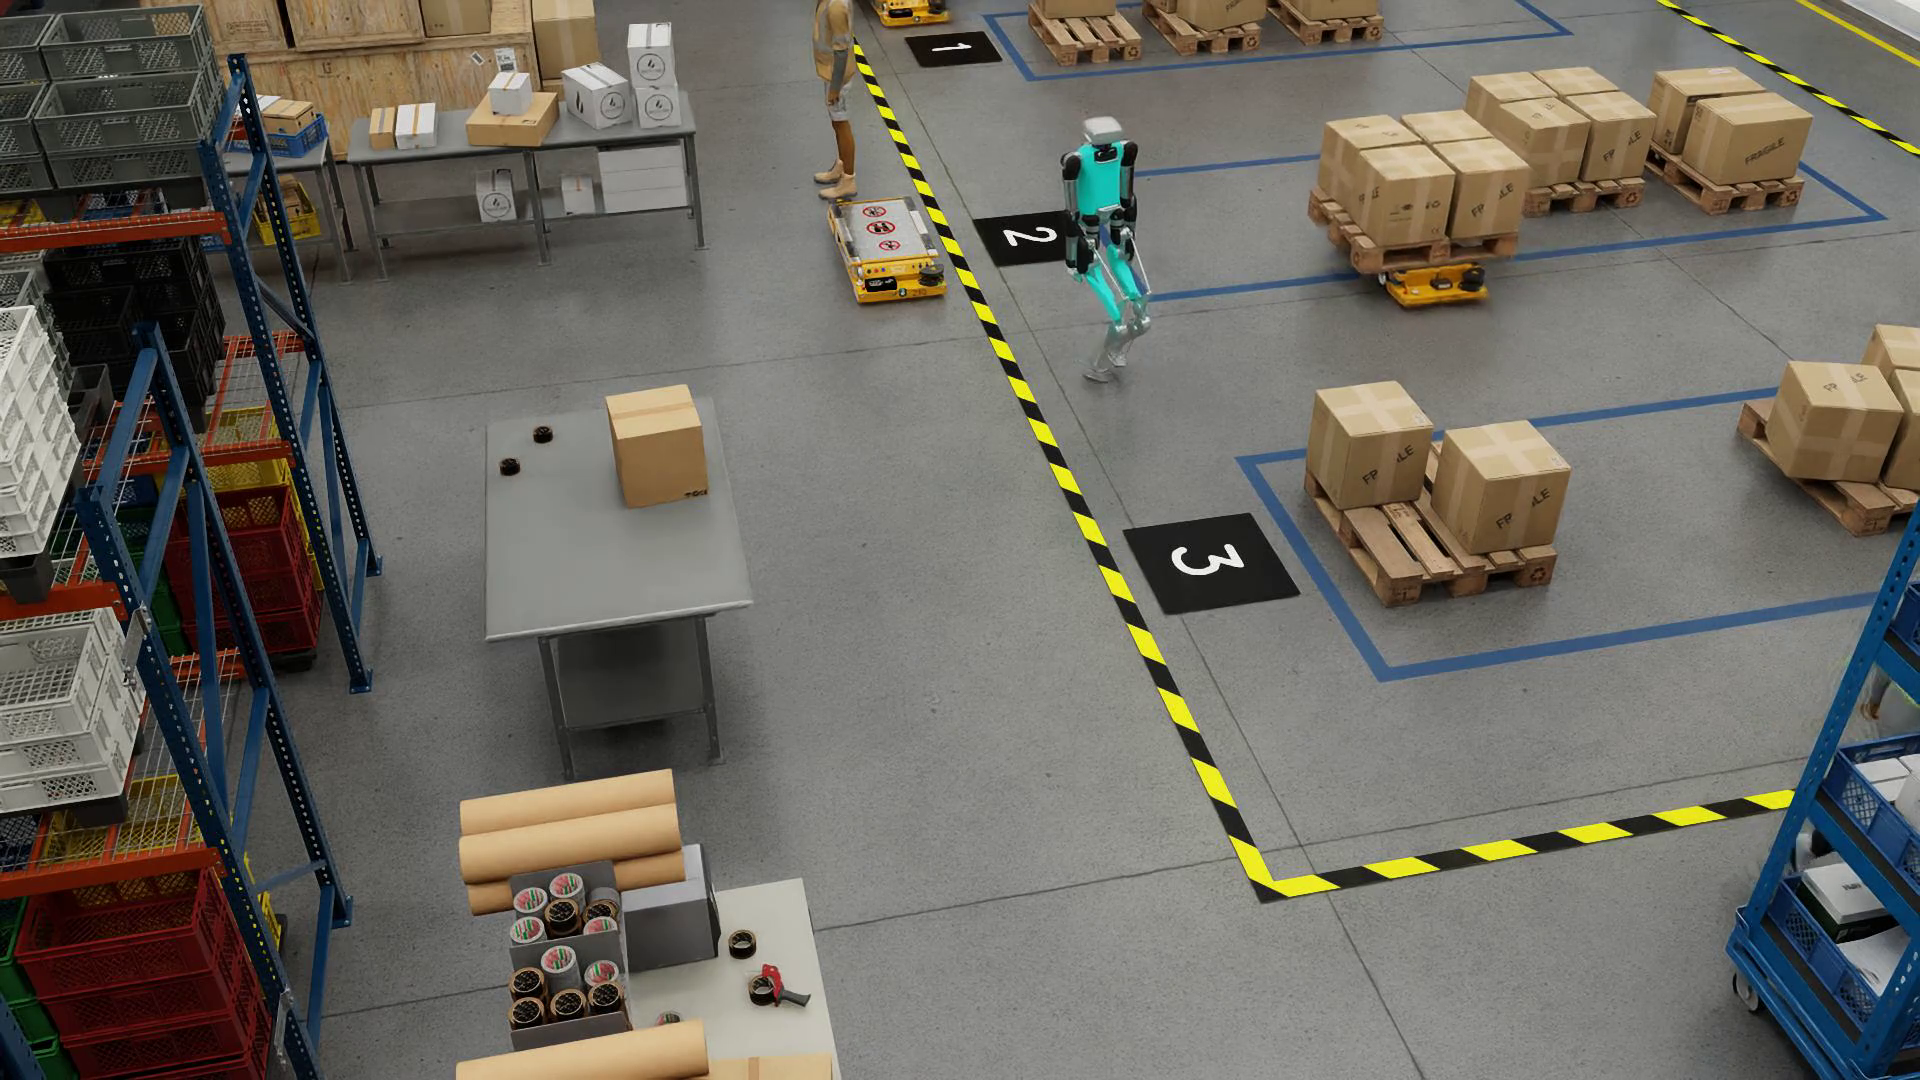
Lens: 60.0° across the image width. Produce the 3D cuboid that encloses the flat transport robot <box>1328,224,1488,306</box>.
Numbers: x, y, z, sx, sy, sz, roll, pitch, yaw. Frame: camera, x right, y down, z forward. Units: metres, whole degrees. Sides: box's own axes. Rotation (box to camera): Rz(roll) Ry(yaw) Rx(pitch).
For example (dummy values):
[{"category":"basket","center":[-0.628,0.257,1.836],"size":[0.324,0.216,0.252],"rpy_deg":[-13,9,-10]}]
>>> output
[{"category":"flat transport robot","center":[3.339,-2.201,12.489],"size":[0.652,0.197,1.431],"rpy_deg":[-8,37,-10]}]

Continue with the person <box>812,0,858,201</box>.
[{"category":"person","center":[-0.998,-3.670,12.998],"size":[0.365,2.048,0.606],"rpy_deg":[-5,37,-7]}]

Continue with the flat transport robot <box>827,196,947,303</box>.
[{"category":"flat transport robot","center":[-0.570,-2.220,12.538],"size":[0.659,0.231,1.431],"rpy_deg":[-8,37,-10]}]

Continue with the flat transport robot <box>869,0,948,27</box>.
[{"category":"flat transport robot","center":[-0.617,-5.638,17.109],"size":[0.652,0.197,1.431],"rpy_deg":[-9,38,-12]}]

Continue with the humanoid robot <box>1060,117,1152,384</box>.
[{"category":"humanoid robot","center":[1.006,-1.747,10.680],"size":[0.539,1.796,0.800],"rpy_deg":[-18,40,-22]}]

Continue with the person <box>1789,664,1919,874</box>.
[{"category":"person","center":[4.119,0.785,7.183],"size":[0.749,1.830,0.596],"rpy_deg":[-4,37,-6]}]
